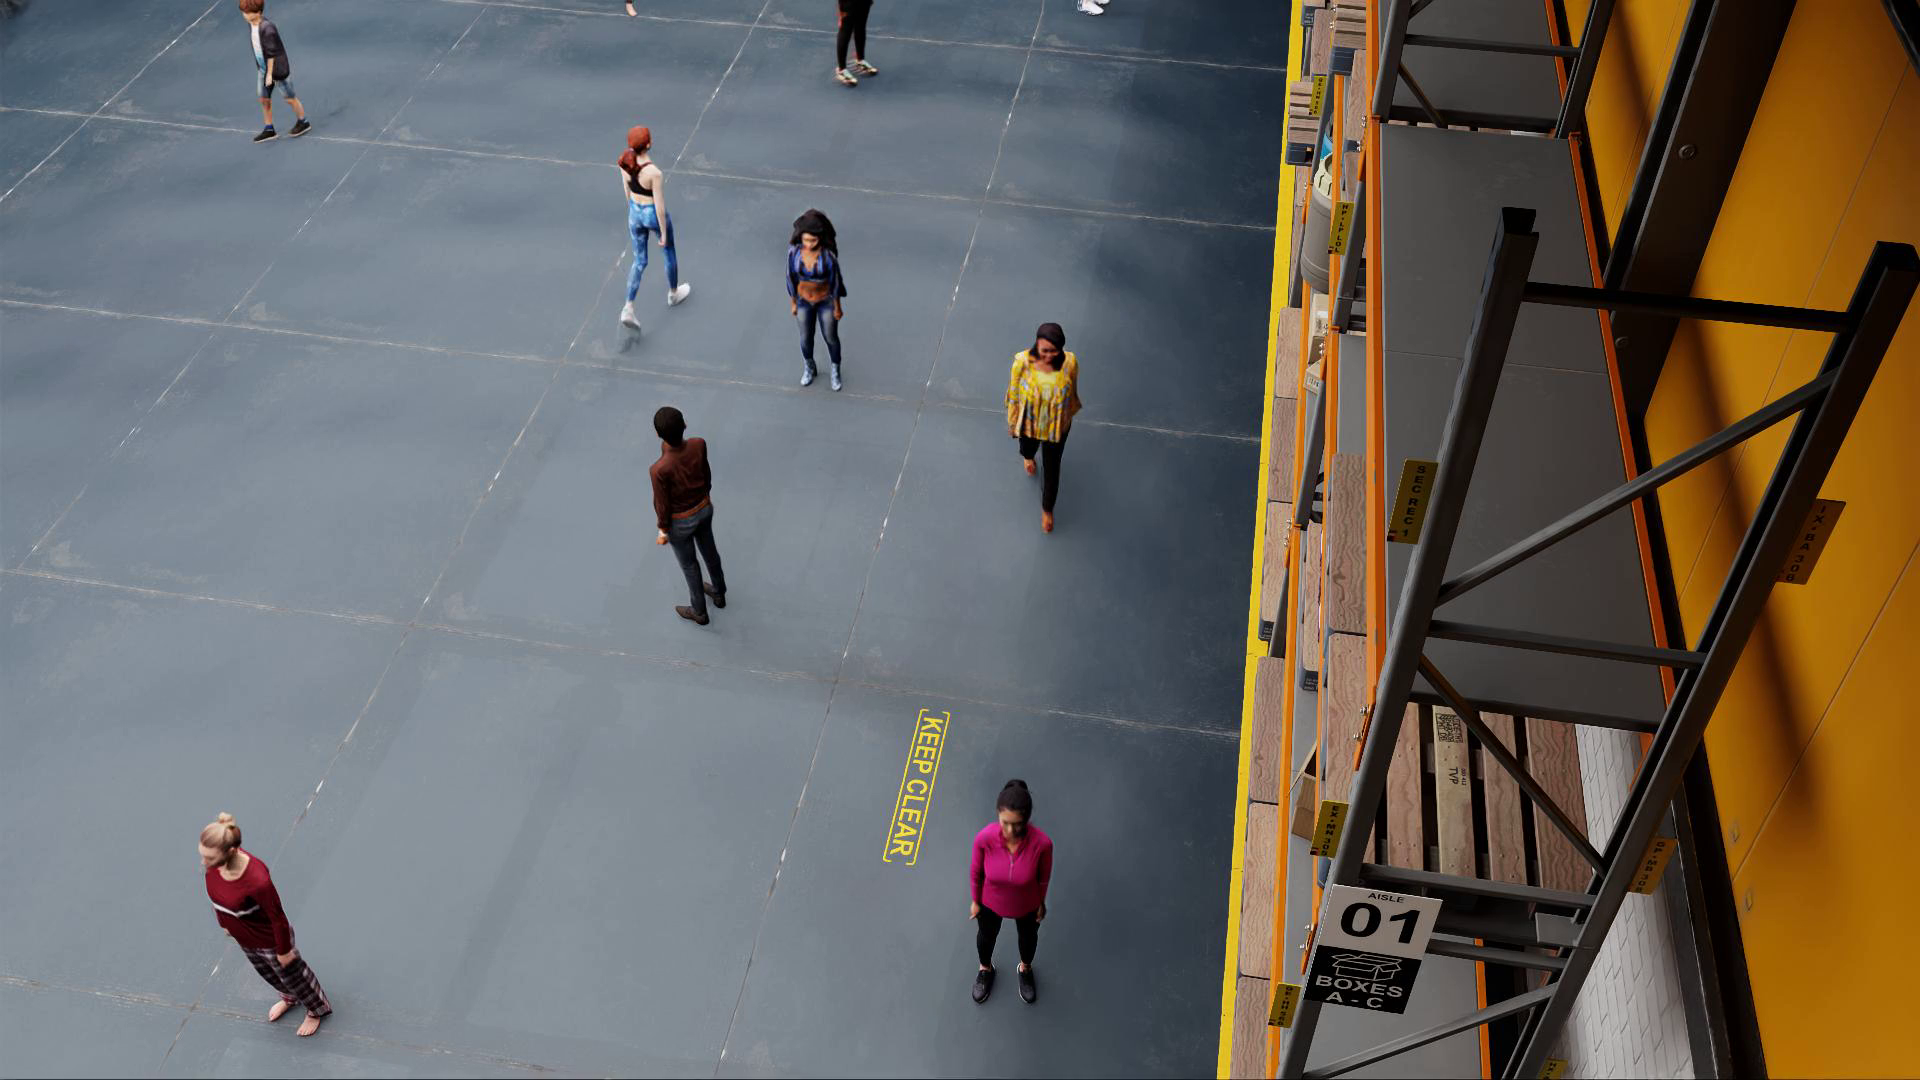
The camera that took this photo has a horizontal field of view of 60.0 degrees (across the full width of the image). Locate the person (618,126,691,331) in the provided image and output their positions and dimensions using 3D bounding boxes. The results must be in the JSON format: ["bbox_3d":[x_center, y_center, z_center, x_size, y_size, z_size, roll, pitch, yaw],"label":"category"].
[{"bbox_3d":[-2.560,-2.491,13.411,0.757,1.760,1.169,17,46,17],"label":"person"}]

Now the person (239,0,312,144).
[{"bbox_3d":[-6.448,-4.487,15.739,0.738,1.430,0.882,26,50,25],"label":"person"}]

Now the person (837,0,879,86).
[{"bbox_3d":[-1.064,-5.411,16.437,0.758,1.804,0.657,33,52,29],"label":"person"}]

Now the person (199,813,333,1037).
[{"bbox_3d":[-3.668,2.027,8.707,0.666,1.697,0.604,19,47,19],"label":"person"}]

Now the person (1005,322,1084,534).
[{"bbox_3d":[0.569,-0.895,11.825,0.840,1.627,1.105,-1,44,-1],"label":"person"}]

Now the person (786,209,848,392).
[{"bbox_3d":[-1.109,-1.834,12.818,0.620,1.617,0.547,8,44,9],"label":"person"}]

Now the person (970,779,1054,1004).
[{"bbox_3d":[0.267,1.889,8.858,0.610,1.699,0.610,1,44,1],"label":"person"}]

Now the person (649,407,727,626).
[{"bbox_3d":[-1.776,-0.154,10.937,0.774,1.778,0.637,29,51,27],"label":"person"}]

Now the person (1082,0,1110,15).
[{"bbox_3d":[1.420,-6.457,17.608,0.716,1.705,0.614,23,48,22],"label":"person"}]
